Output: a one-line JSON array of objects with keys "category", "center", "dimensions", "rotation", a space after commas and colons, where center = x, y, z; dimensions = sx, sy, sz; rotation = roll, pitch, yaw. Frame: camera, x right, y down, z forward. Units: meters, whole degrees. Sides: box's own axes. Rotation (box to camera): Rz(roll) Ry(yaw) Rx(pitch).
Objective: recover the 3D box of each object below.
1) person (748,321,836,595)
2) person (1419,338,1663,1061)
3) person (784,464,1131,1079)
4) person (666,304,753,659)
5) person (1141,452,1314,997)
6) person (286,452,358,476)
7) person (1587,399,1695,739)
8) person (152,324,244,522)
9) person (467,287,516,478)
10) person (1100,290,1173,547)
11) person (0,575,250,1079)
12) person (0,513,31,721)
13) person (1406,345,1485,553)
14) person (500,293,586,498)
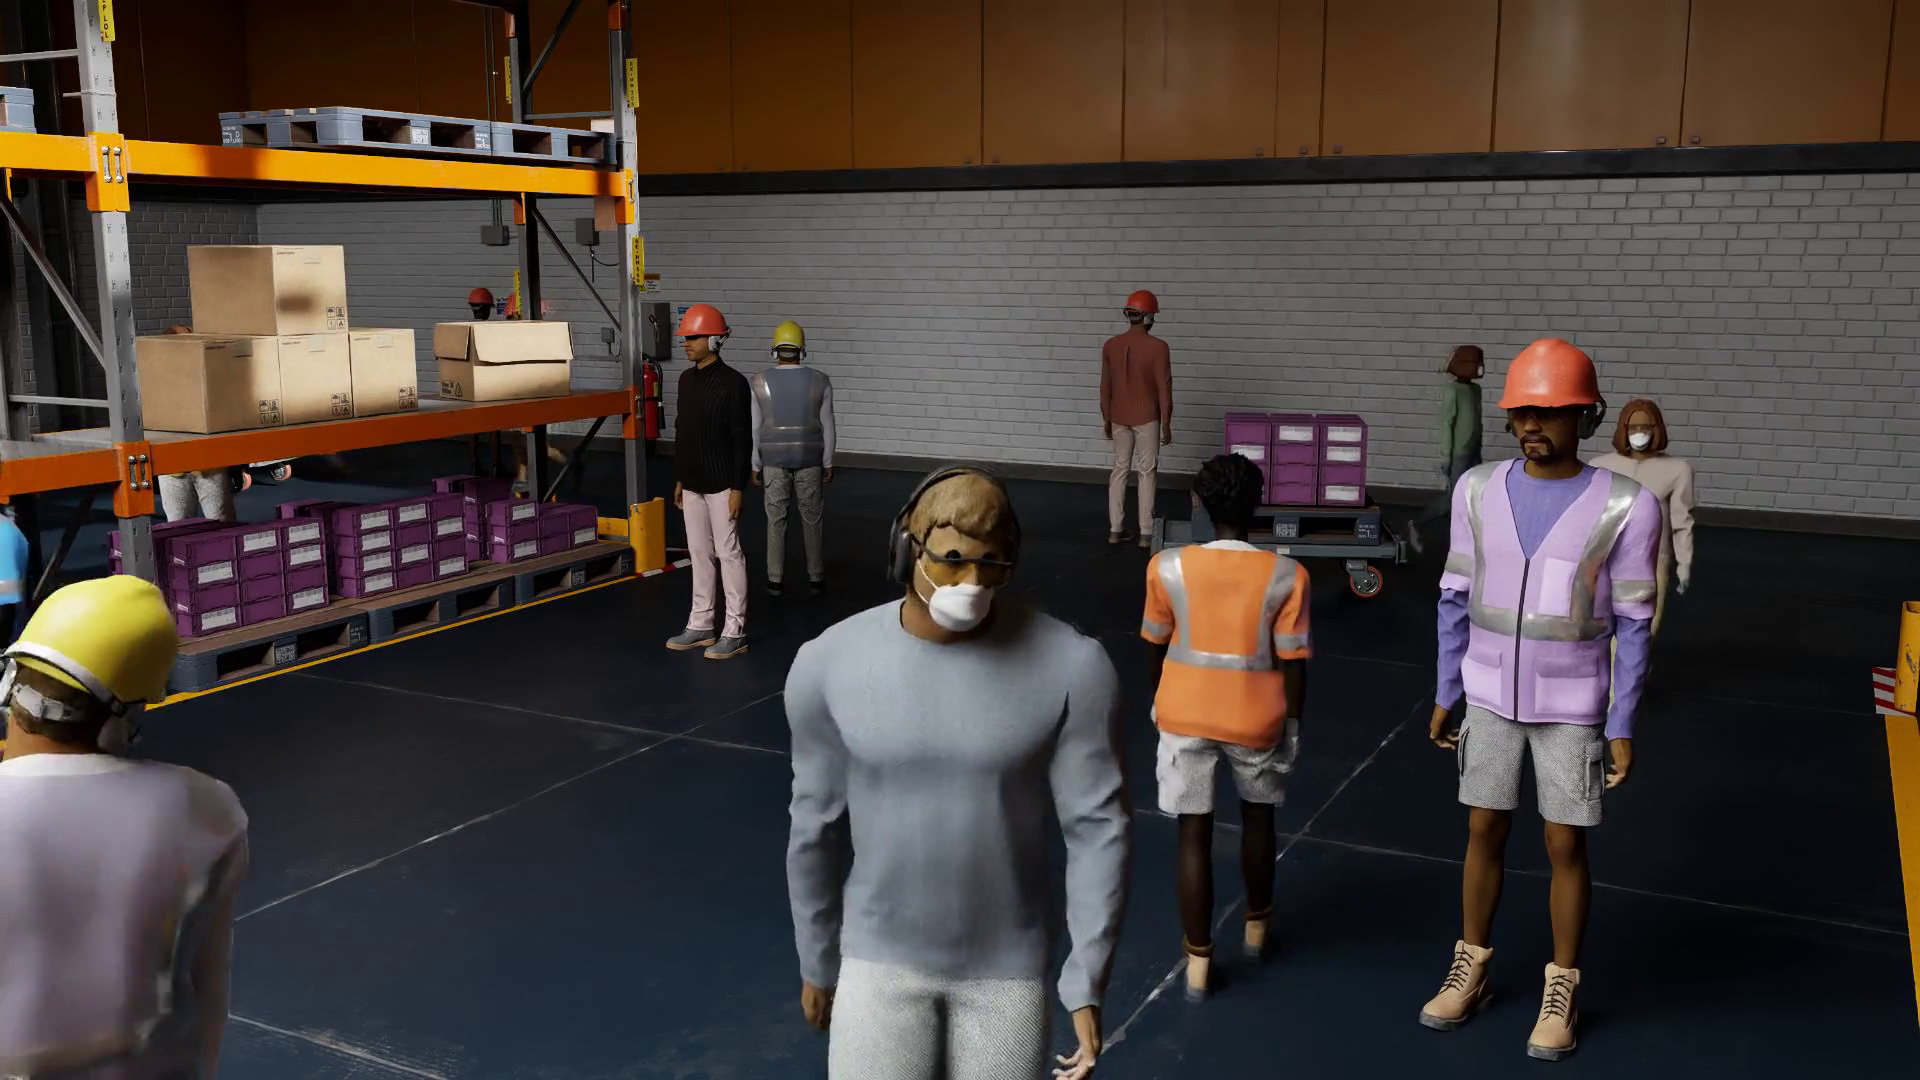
[{"category": "person", "center": [-1.119, -0.540, 11.100], "dimensions": [0.587, 1.833, 0.404], "rotation": [-1, 10, -7]}, {"category": "person", "center": [1.631, 0.454, 4.734], "dimensions": [0.605, 2.045, 0.374], "rotation": [8, 12, 38]}, {"category": "person", "center": [-0.013, 0.797, 3.142], "dimensions": [0.640, 1.910, 0.678], "rotation": [0, 10, 2]}, {"category": "person", "center": [-1.420, -0.330, 9.416], "dimensions": [0.608, 1.995, 0.377], "rotation": [9, 13, 42]}, {"category": "person", "center": [0.835, 0.556, 5.258], "dimensions": [0.534, 1.660, 0.679], "rotation": [2, 10, 11]}, {"category": "person", "center": [-6.687, -1.551, 17.143], "dimensions": [0.991, 1.791, 0.637], "rotation": [2, 10, 13]}, {"category": "person", "center": [3.264, 0.106, 8.042], "dimensions": [0.509, 1.605, 0.771], "rotation": [4, 10, 21]}, {"category": "person", "center": [-4.880, -0.452, 10.594], "dimensions": [0.629, 1.837, 0.429], "rotation": [-1, 10, -5]}, {"category": "person", "center": [-4.792, -1.573, 16.784], "dimensions": [0.544, 1.938, 0.356], "rotation": [3, 10, 17]}, {"category": "person", "center": [1.393, -0.948, 12.995], "dimensions": [0.622, 1.992, 0.396], "rotation": [8, 12, 38]}, {"category": "person", "center": [-1.437, 0.957, 2.601], "dimensions": [0.683, 1.783, 0.409], "rotation": [-9, 13, -43]}, {"category": "person", "center": [-3.545, 0.429, 6.029], "dimensions": [0.538, 1.650, 0.885], "rotation": [4, 11, 24]}, {"category": "person", "center": [3.653, -0.631, 12.254], "dimensions": [0.548, 1.616, 0.501], "rotation": [9, 13, 41]}, {"category": "person", "center": [-3.927, -1.319, 15.396], "dimensions": [0.741, 1.918, 0.548], "rotation": [-4, 10, -20]}]
